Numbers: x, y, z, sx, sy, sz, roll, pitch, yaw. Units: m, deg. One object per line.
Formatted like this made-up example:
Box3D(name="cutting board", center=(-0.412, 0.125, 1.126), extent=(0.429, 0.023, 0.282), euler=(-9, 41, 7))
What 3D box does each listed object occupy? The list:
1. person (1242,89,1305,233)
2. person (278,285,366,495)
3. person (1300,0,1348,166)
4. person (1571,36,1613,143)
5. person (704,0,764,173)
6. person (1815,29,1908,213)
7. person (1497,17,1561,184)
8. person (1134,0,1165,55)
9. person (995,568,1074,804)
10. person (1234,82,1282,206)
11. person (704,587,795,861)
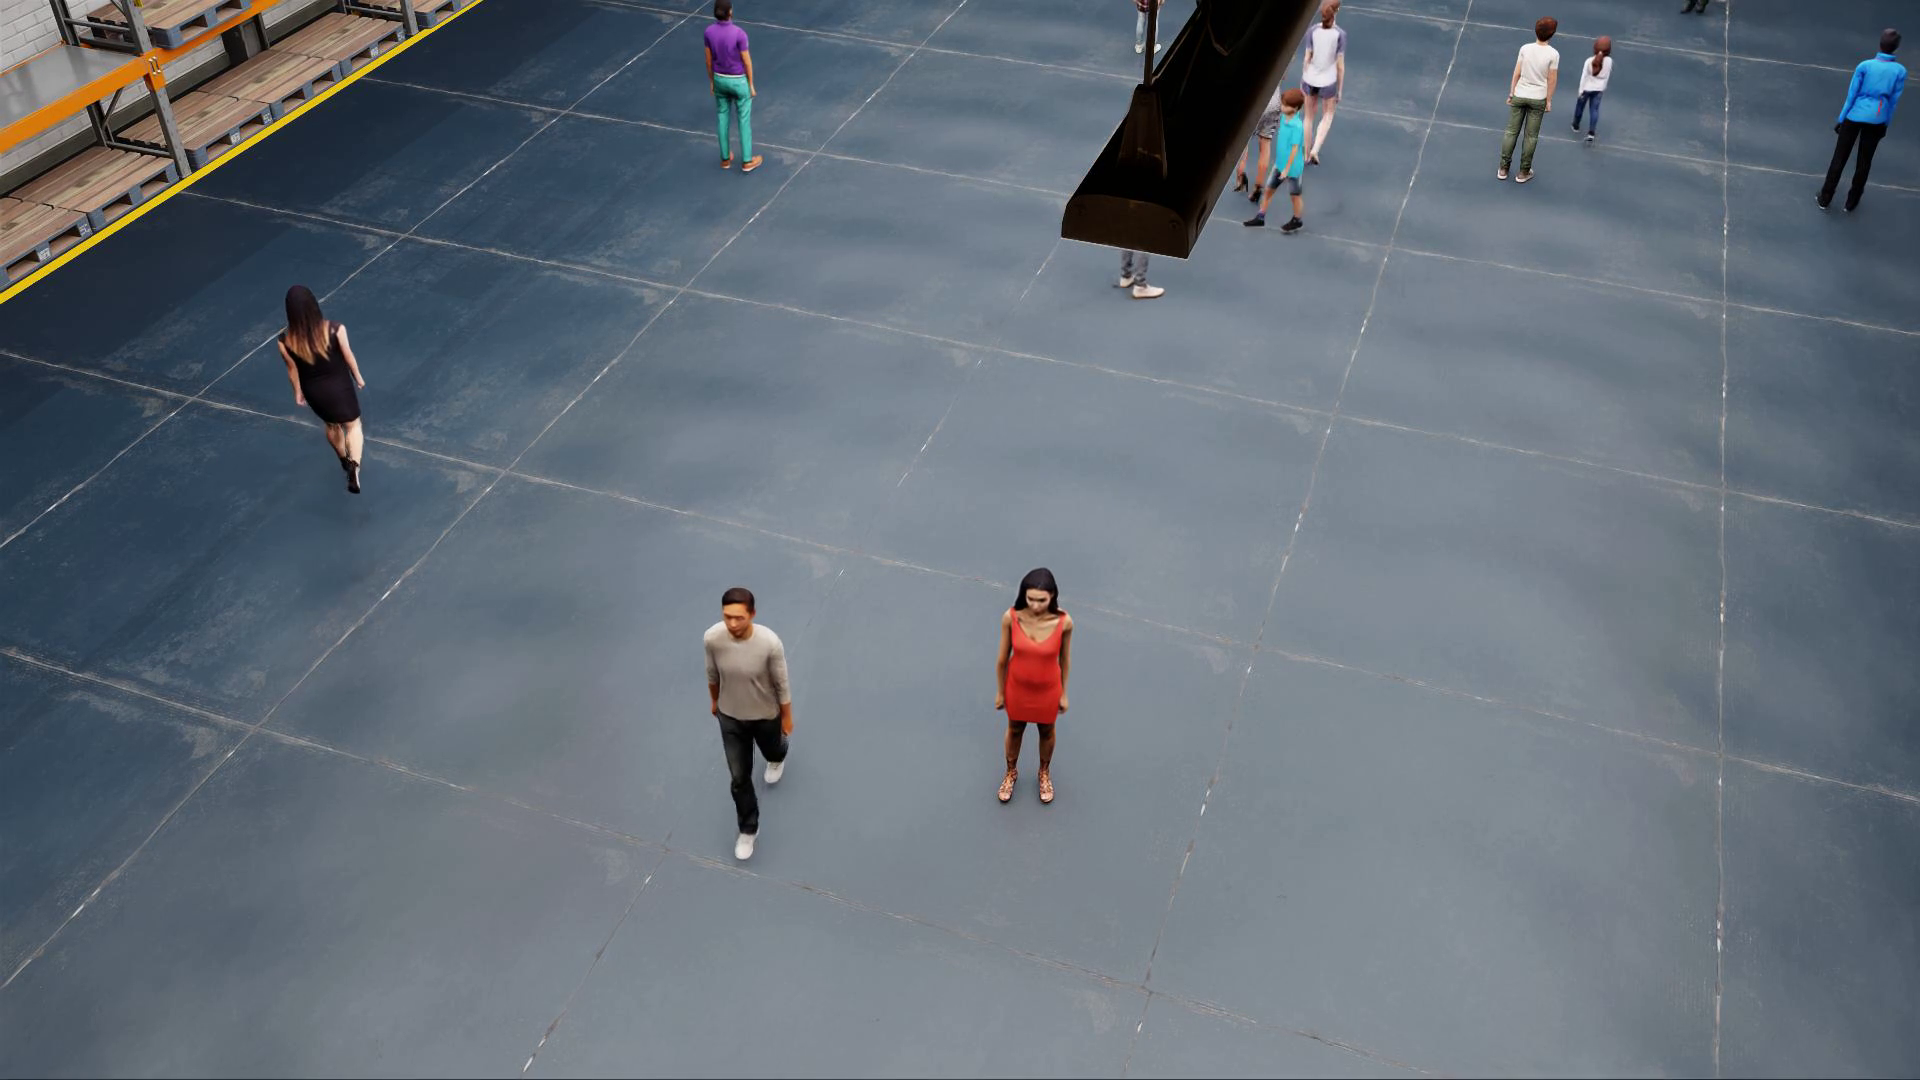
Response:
Box3D(name="person", center=(3.162, -3.560, 15.654), extent=(0.879, 1.424, 0.827), euler=(-16, 41, -19))
Box3D(name="person", center=(-4.658, -1.059, 12.307), extent=(0.932, 1.692, 1.057), euler=(-9, 39, -11))
Box3D(name="person", center=(3.572, -4.540, 16.619), extent=(0.604, 1.751, 0.772), euler=(16, 41, 19))
Box3D(name="person", center=(6.615, -4.693, 17.339), extent=(0.564, 1.091, 0.830), euler=(4, 39, 5))
Box3D(name="person", center=(-2.291, -4.561, 16.632), extent=(0.640, 1.768, 0.587), euler=(9, 39, 11))
Box3D(name="person", center=(8.656, -4.013, 15.922), extent=(0.597, 1.797, 0.504), euler=(12, 40, 15))
Box3D(name="person", center=(5.641, -4.366, 16.479), extent=(0.614, 1.654, 0.571), euler=(19, 42, 22))
Box3D(name="person", center=(2.175, -6.244, 19.110), extent=(0.536, 1.305, 0.530), euler=(10, 40, 13))
Box3D(name="person", center=(0.437, 0.863, 9.879), extent=(0.646, 1.718, 0.617), euler=(2, 39, 3))
Box3D(name="person", center=(2.956, -4.083, 16.005), extent=(0.780, 1.803, 0.847), euler=(-9, 39, -11))
Box3D(name="person", center=(-1.196, 0.932, 9.739), extent=(0.830, 1.785, 1.193), euler=(4, 39, 5))
